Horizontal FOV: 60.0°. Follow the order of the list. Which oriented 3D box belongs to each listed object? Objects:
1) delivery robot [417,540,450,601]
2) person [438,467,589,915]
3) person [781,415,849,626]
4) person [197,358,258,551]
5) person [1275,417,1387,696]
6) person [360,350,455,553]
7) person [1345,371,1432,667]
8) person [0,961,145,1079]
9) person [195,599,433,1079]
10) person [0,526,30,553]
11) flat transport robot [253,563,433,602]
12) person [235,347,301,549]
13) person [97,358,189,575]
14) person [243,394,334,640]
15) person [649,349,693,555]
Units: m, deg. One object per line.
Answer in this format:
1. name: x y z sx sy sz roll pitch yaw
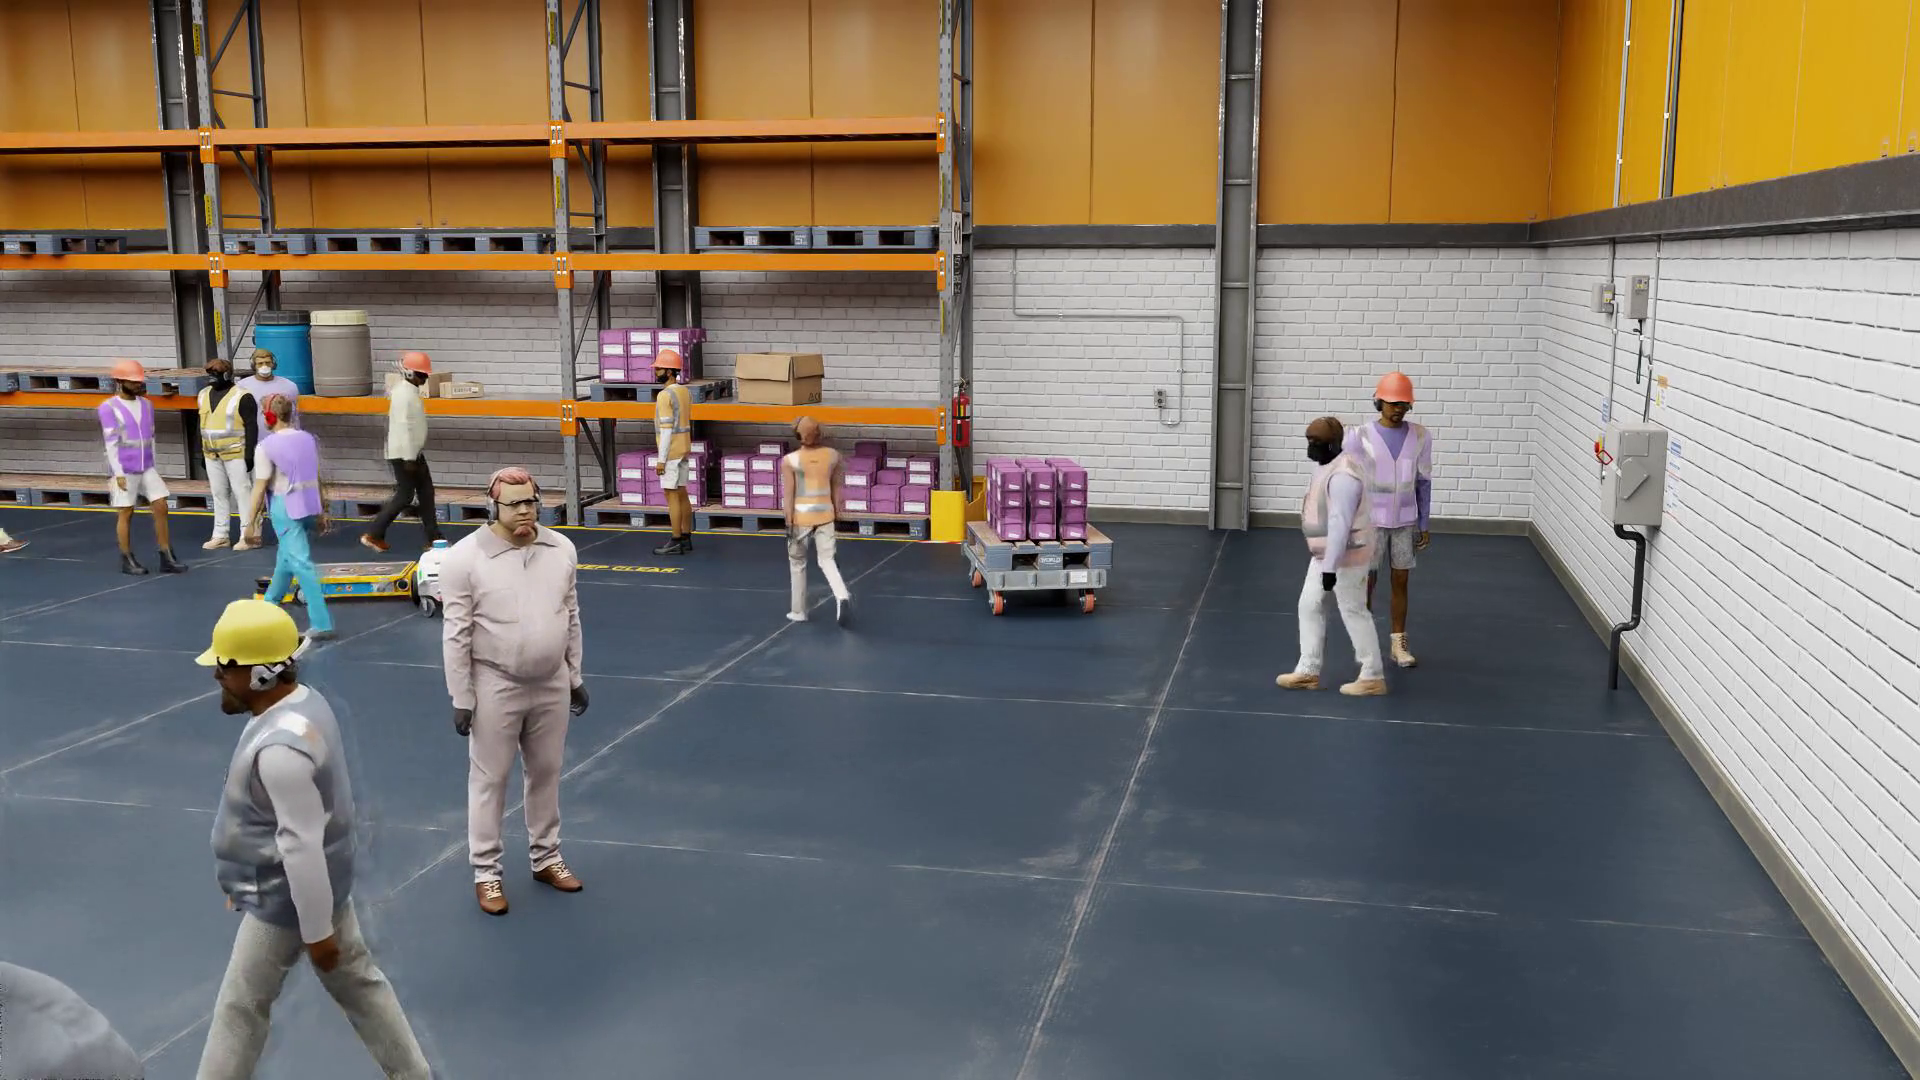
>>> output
1. delivery robot: -4.109 0.243 13.179 0.477 0.478 0.707 -2 10 -15
2. person: -1.886 0.632 7.162 0.646 1.907 0.401 -9 13 -42
3. person: -1.095 -0.140 12.585 0.519 1.616 0.662 -5 11 -29
4. person: -7.018 -0.815 15.920 0.624 1.844 0.430 3 10 16
5. person: 2.367 0.114 10.540 0.805 1.797 0.646 0 10 -3
6. person: -5.254 -0.821 15.670 0.828 1.949 0.679 -1 10 -5
7. person: 2.914 -0.131 11.329 0.607 2.033 0.409 -1 10 -5
8. person: -1.596 1.366 2.716 0.630 1.938 0.366 3 10 15
9. person: -2.073 1.050 5.079 0.945 1.785 0.593 -2 10 -13
10. person: -9.233 -0.657 15.685 0.737 1.602 0.524 -5 11 -28
11. flat transport robot: -5.010 0.336 13.747 1.431 0.197 0.652 -1 10 -9
12. person: -6.690 -0.888 16.093 0.635 1.937 0.375 -7 12 -34
13. person: -7.155 -0.620 14.557 0.718 1.915 0.559 5 11 27
14. person: -5.002 -0.163 12.149 0.932 1.801 0.588 2 10 13
15. person: -2.722 -0.825 15.681 0.347 1.941 0.550 2 10 14
